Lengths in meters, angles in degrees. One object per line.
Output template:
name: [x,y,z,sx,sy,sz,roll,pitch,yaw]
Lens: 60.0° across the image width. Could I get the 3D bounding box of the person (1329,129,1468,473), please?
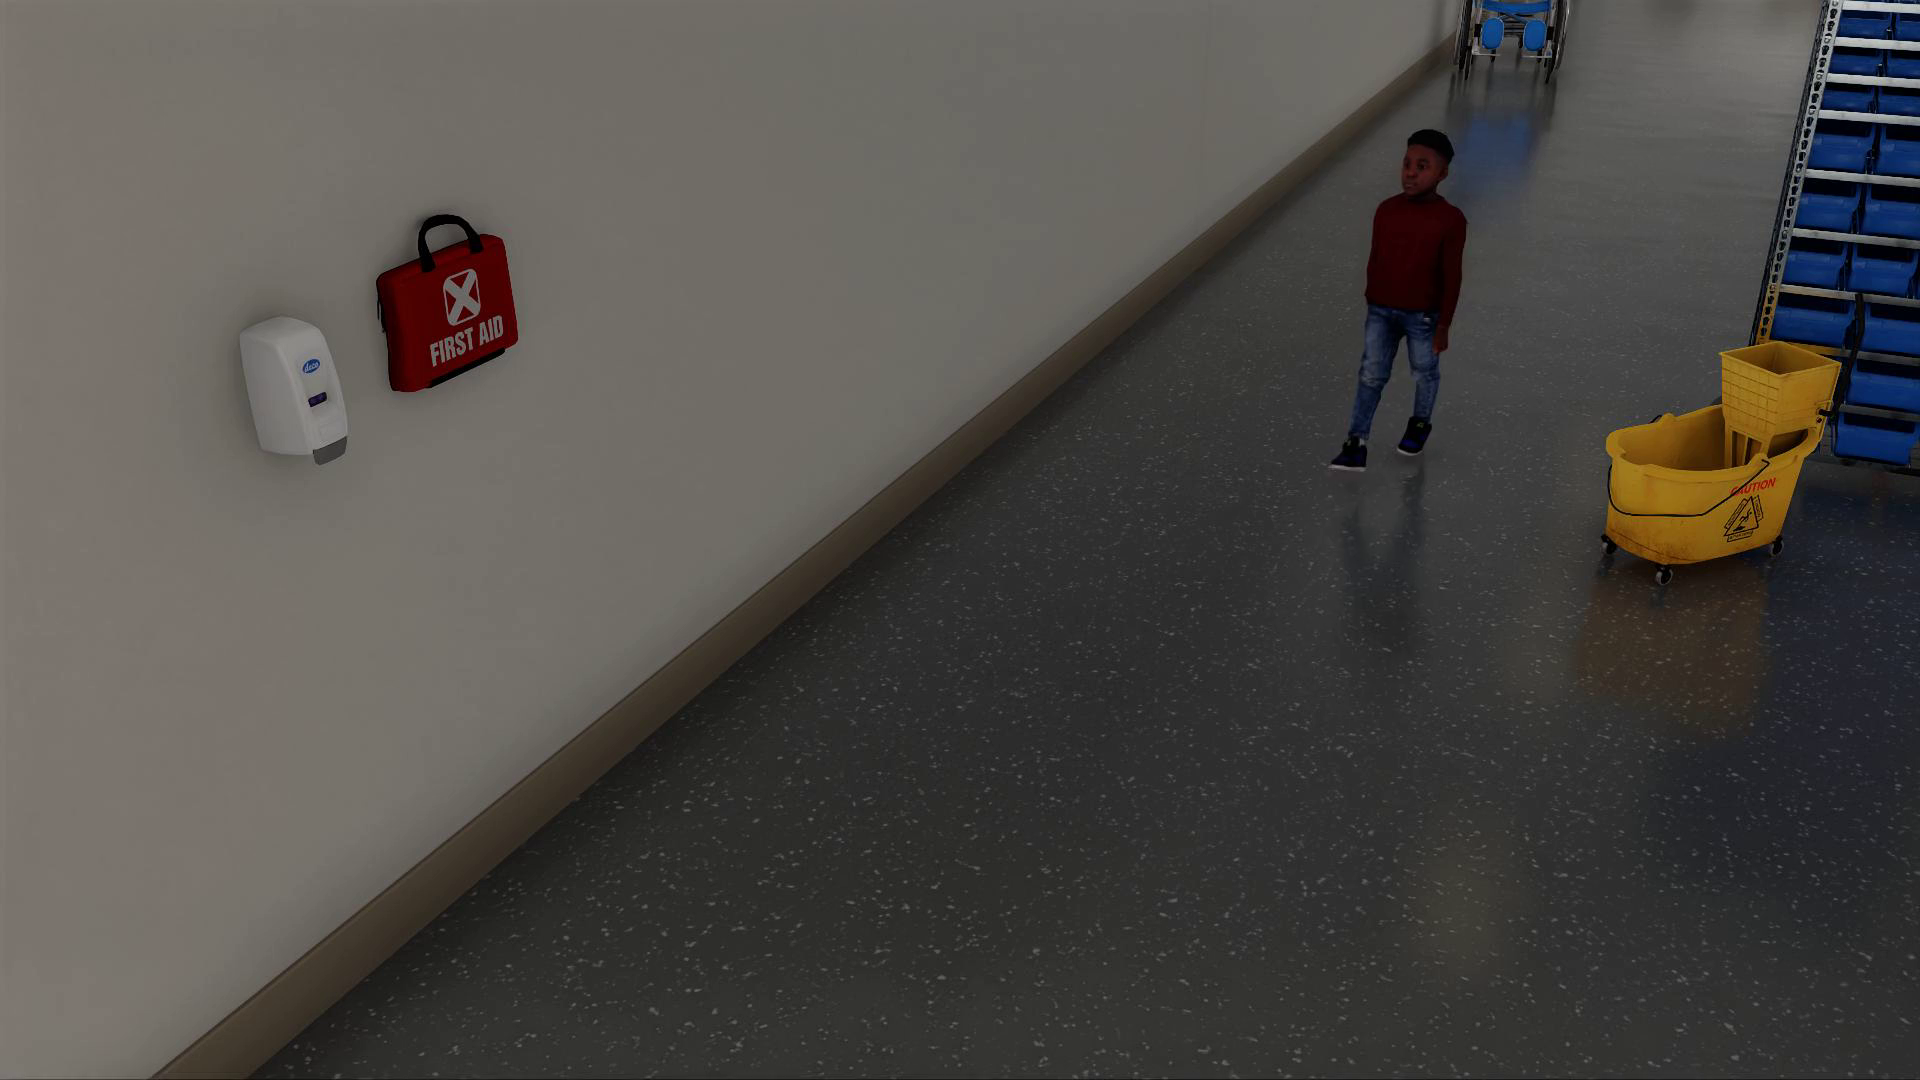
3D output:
person: [1.649,-0.847,6.012,0.833,1.220,0.672,17,31,31]
